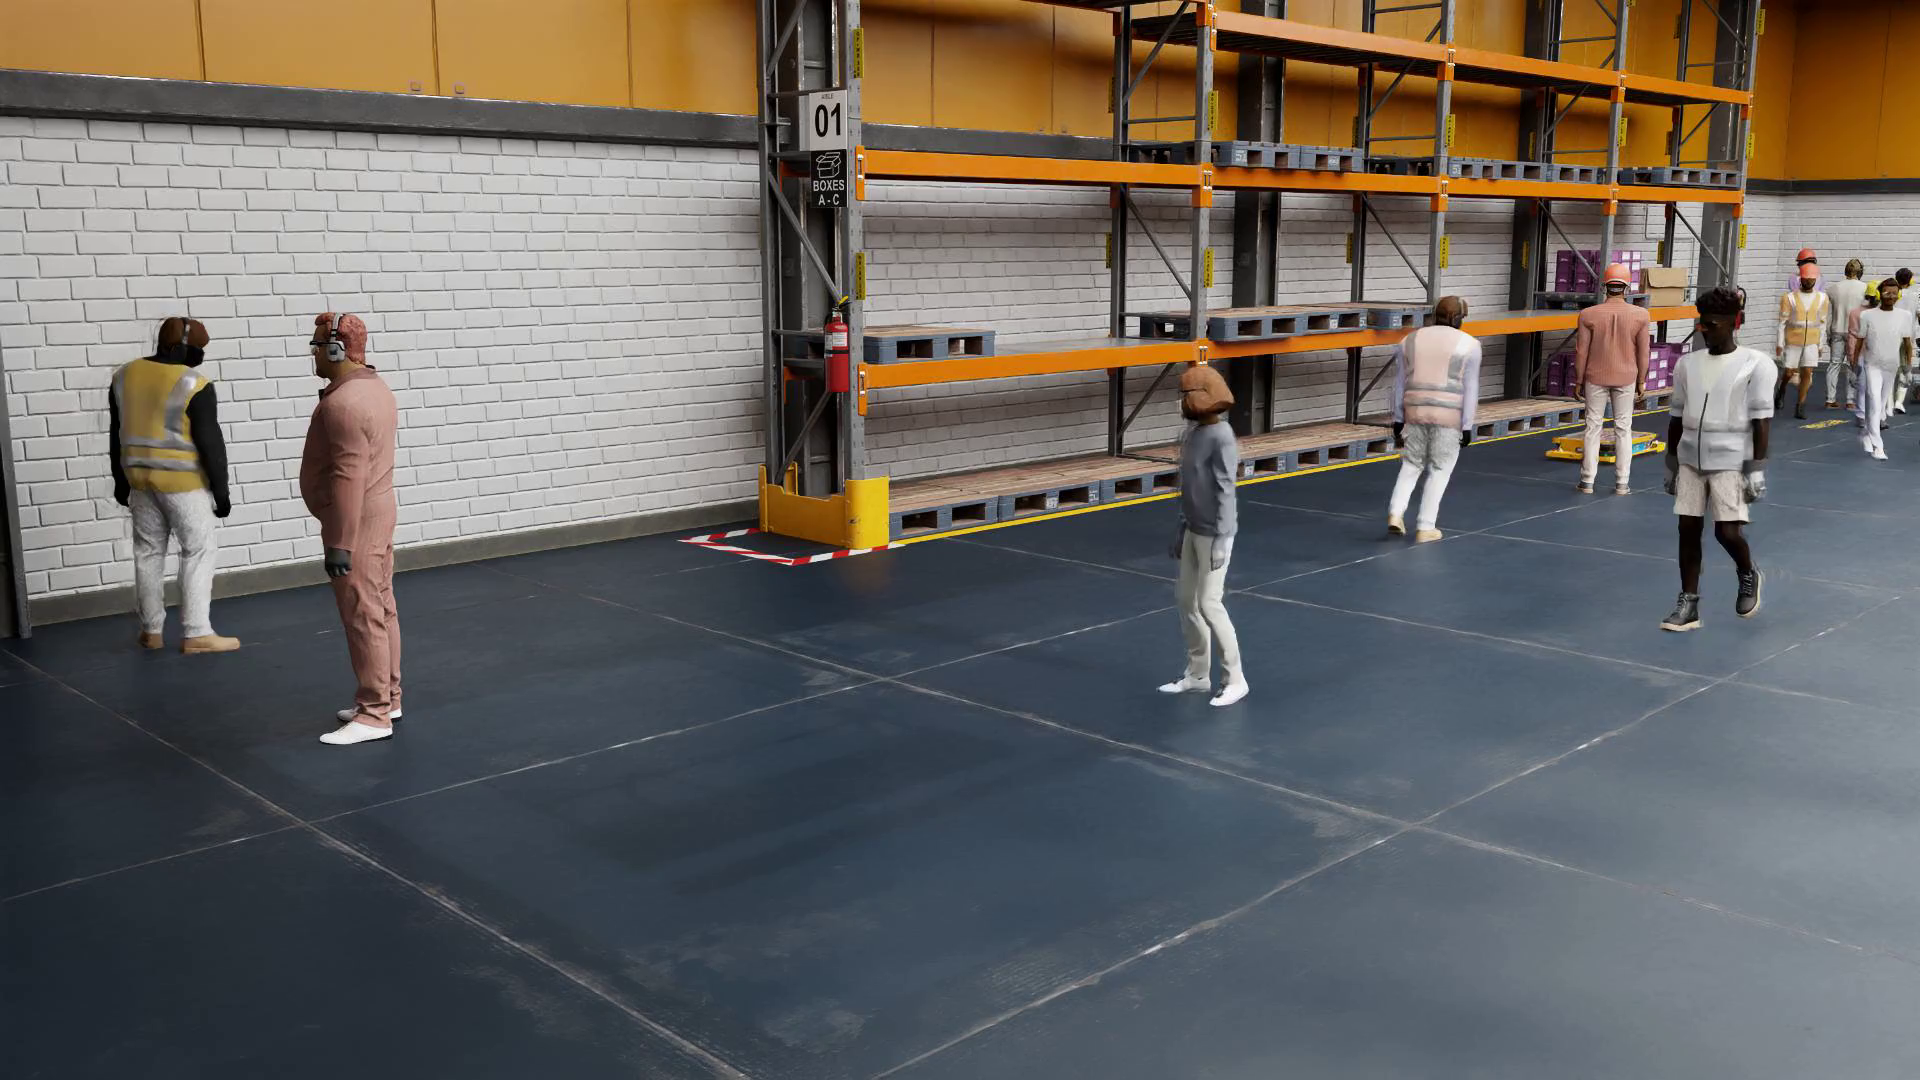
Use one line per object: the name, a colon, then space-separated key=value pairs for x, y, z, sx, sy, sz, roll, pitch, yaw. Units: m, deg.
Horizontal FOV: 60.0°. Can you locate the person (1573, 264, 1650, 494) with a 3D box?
person: x=5.647 y=-1.390 z=14.449 sx=0.612 sy=1.995 sz=0.382 roll=3 pitch=11 yaw=13

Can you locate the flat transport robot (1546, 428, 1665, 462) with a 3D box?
flat transport robot: x=6.555 y=-0.968 z=16.852 sx=0.652 sy=0.197 sz=1.431 roll=9 pitch=14 yaw=42

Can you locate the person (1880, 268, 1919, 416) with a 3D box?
person: x=11.707 y=-2.463 z=20.758 sx=0.613 sy=1.829 sz=0.532 roll=5 pitch=12 yaw=26

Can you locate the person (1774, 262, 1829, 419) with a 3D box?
person: x=10.352 y=-2.460 z=20.498 sx=0.552 sy=1.918 sz=0.689 roll=2 pitch=11 yaw=12

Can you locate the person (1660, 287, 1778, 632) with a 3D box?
person: x=4.296 y=-0.448 z=9.420 sx=0.611 sy=1.951 sz=0.634 roll=-7 pitch=13 yaw=-34

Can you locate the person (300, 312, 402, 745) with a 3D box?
person: x=-2.707 y=-0.053 z=7.403 sx=0.409 sy=1.907 sz=0.648 roll=-1 pitch=10 yaw=-7

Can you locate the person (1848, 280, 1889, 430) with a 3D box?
person: x=10.516 y=-2.121 z=19.157 sx=0.535 sy=1.717 sz=0.856 roll=3 pitch=11 yaw=18

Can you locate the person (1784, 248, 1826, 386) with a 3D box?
person: x=12.600 y=-3.332 z=24.909 sx=0.614 sy=2.041 sz=0.390 roll=-3 pitch=11 yaw=-15

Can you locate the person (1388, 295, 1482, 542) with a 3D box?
person: x=3.477 y=-0.876 z=12.166 sx=0.637 sy=1.808 sz=0.515 roll=8 pitch=13 yaw=36

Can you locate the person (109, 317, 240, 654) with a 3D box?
person: x=-4.264 y=-0.288 z=8.965 sx=0.711 sy=1.812 sz=0.432 roll=3 pitch=11 yaw=14

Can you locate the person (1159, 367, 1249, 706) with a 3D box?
person: x=1.196 y=-0.003 z=7.987 sx=0.342 sy=1.637 sz=0.532 roll=-2 pitch=11 yaw=-13

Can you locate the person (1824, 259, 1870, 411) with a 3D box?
person: x=11.407 y=-2.629 z=21.357 sx=0.372 sy=1.940 sz=0.632 roll=-7 pitch=12 yaw=-33

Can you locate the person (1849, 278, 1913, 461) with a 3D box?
person: x=9.373 y=-1.756 z=16.932 sx=0.533 sy=1.827 sz=0.993 roll=2 pitch=11 yaw=11
